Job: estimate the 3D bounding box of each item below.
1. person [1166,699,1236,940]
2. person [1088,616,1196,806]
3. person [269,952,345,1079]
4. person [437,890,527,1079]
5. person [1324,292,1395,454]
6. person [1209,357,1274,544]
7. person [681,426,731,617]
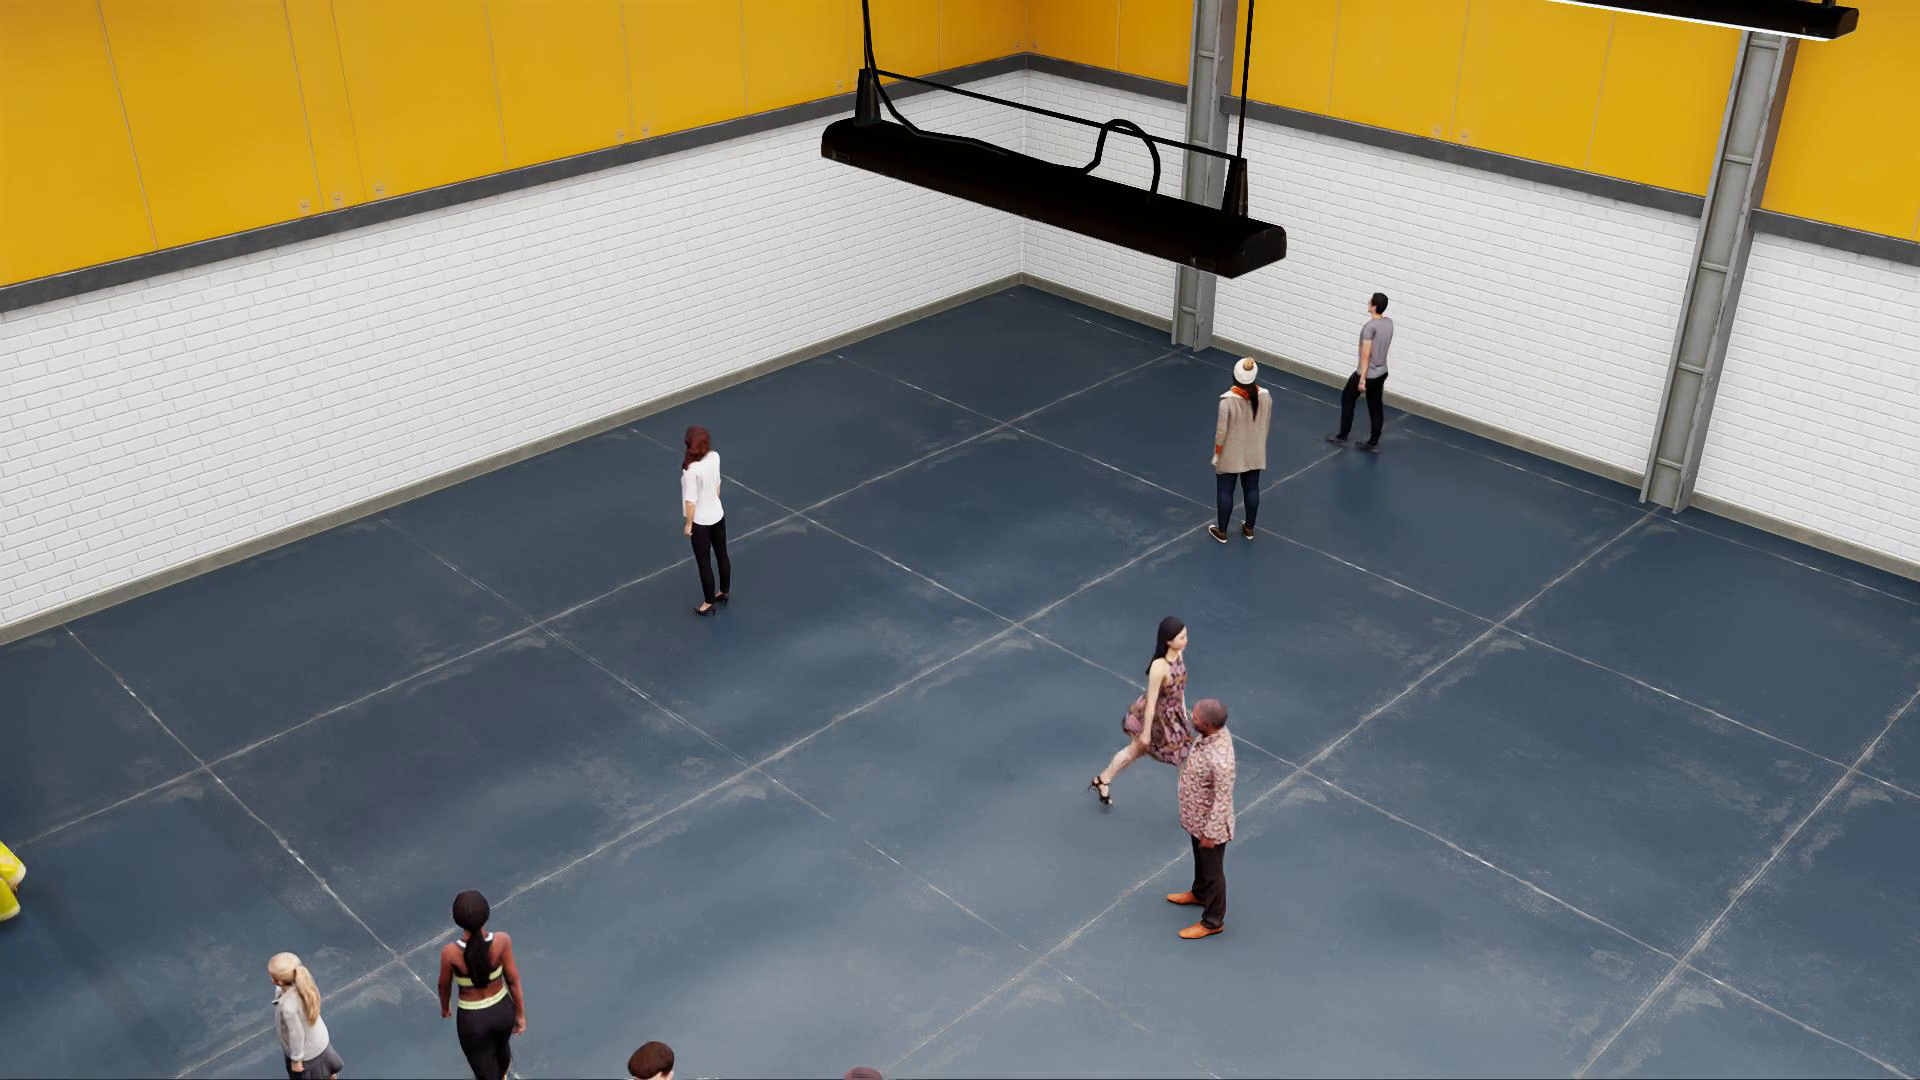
[{"bbox_3d":[1.633,1.788,10.867,0.825,1.807,0.756,-1,29,-2],"label":"person"},{"bbox_3d":[1.343,1.304,11.847,1.256,1.720,0.936,11,31,20],"label":"person"},{"bbox_3d":[-3.727,2.848,9.480,0.666,1.275,0.598,-3,29,-5],"label":"person"},{"bbox_3d":[-2.604,2.750,9.213,0.812,1.703,1.217,-14,32,-25],"label":"person"},{"bbox_3d":[4.348,-1.716,17.366,0.675,1.737,0.816,-23,36,-35],"label":"person"},{"bbox_3d":[2.643,-0.866,15.648,0.811,1.890,0.841,-6,29,-11],"label":"person"},{"bbox_3d":[-2.200,-0.172,14.475,0.594,1.795,0.658,16,33,27],"label":"person"}]
